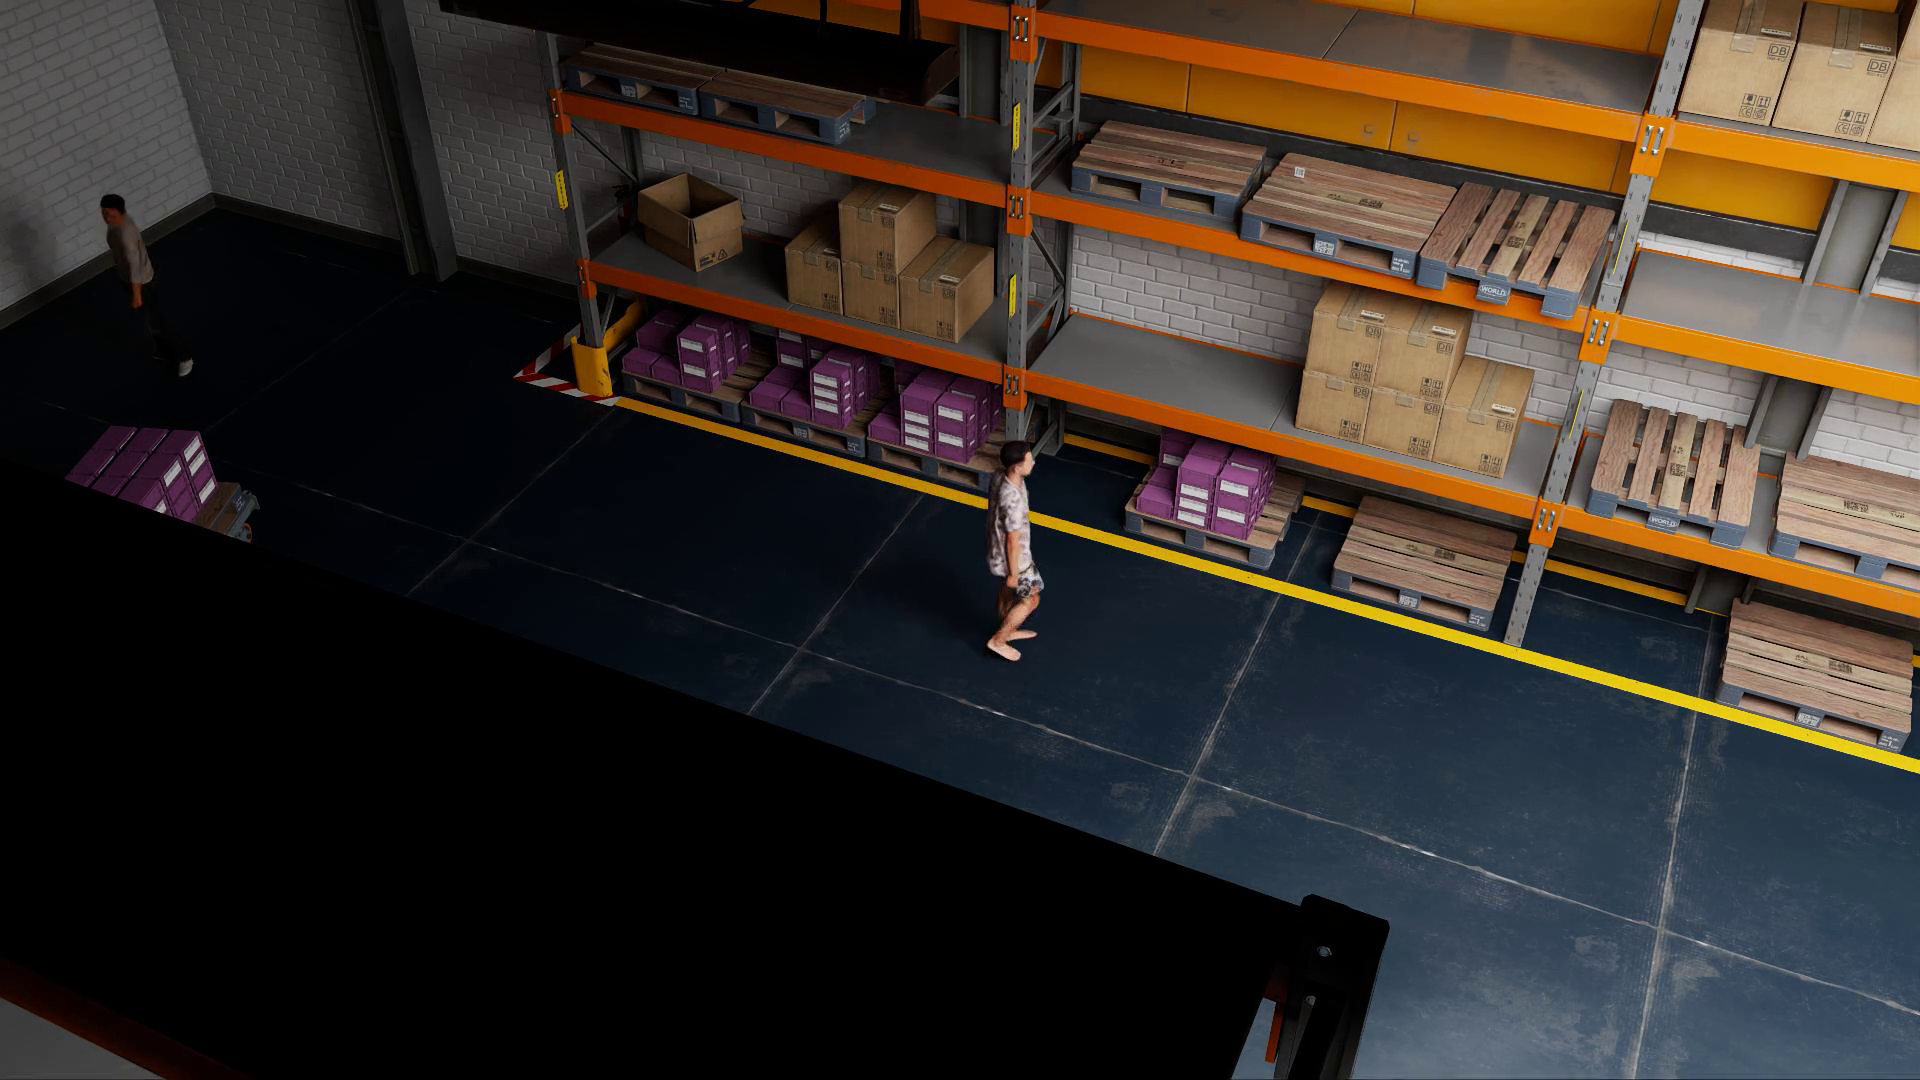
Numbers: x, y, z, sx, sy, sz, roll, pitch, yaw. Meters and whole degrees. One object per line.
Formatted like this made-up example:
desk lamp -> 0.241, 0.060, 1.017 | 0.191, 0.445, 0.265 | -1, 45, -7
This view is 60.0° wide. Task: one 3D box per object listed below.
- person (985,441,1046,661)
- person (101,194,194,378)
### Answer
person -> 0.284, 0.069, 11.591 | 0.857, 1.805, 0.818 | -8, 39, -10
person -> -7.187, -2.302, 14.587 | 0.891, 1.772, 0.758 | -11, 40, -14
